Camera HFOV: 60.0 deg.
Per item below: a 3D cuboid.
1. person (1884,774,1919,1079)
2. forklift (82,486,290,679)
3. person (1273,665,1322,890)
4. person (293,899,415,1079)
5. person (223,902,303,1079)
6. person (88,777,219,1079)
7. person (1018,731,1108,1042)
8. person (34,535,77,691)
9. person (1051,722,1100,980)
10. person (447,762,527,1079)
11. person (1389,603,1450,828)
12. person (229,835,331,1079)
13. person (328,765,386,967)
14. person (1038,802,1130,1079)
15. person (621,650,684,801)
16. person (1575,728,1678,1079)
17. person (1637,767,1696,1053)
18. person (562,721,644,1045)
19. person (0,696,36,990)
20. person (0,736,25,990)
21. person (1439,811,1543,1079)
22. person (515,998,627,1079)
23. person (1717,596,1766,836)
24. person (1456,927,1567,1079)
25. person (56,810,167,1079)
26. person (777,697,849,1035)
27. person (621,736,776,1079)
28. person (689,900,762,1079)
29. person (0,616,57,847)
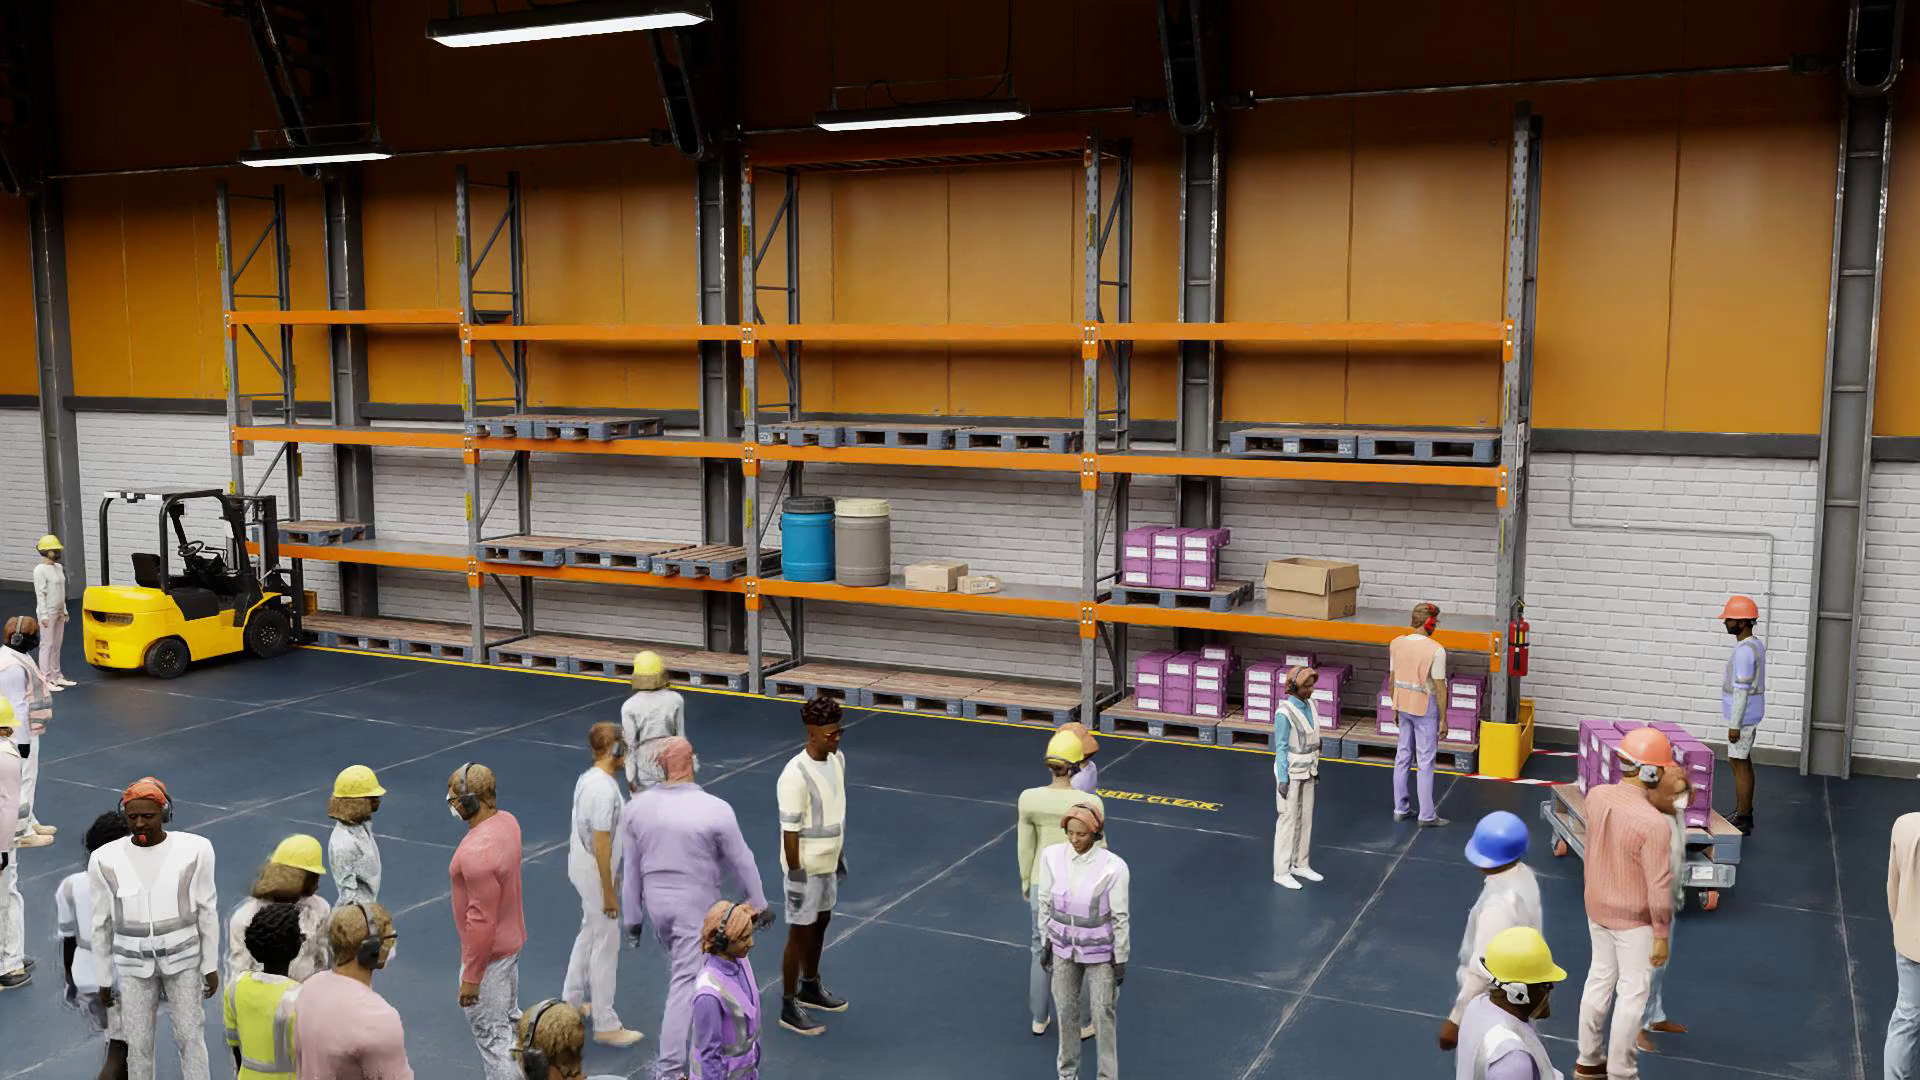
[{"bbox_3d":[4.804,2.007,8.158,0.379,1.996,0.609,-1,7,-6],"label":"person"},{"bbox_3d":[-9.426,0.454,20.179,1.214,2.155,2.313,3,8,26],"label":"forklift"},{"bbox_3d":[2.444,1.710,12.104,0.312,1.631,0.529,6,9,40],"label":"person"},{"bbox_3d":[-2.134,2.276,6.268,0.768,1.910,0.648,-6,9,-40],"label":"person"},{"bbox_3d":[-2.771,2.316,6.821,0.535,1.700,0.318,4,8,28],"label":"person"},{"bbox_3d":[-3.914,2.074,8.115,0.568,1.878,0.351,-2,7,-18],"label":"person"},{"bbox_3d":[0.593,1.960,9.481,0.530,1.763,0.328,3,7,20],"label":"person"},{"bbox_3d":[-10.288,0.823,18.868,0.305,1.772,0.525,0,7,-4],"label":"person"},{"bbox_3d":[0.721,1.928,10.290,0.279,1.633,0.498,2,7,14],"label":"person"},{"bbox_3d":[-2.325,2.037,8.169,0.371,1.934,0.627,0,7,-3],"label":"person"},{"bbox_3d":[3.740,1.428,13.593,0.390,1.838,0.562,-5,8,-33],"label":"person"},{"bbox_3d":[-3.210,2.201,7.825,0.509,1.680,0.894,-6,9,-39],"label":"person"},{"bbox_3d":[-3.187,2.050,8.841,0.317,1.742,0.492,-2,7,-13],"label":"person"},{"bbox_3d":[0.641,2.139,8.593,0.506,1.630,0.324,4,8,31],"label":"person"},{"bbox_3d":[-2.212,1.664,12.128,0.486,1.718,0.710,-3,8,-24],"label":"person"},{"bbox_3d":[3.501,1.952,8.700,0.410,1.980,0.626,-2,7,-16],"label":"person"},{"bbox_3d":[3.968,2.050,9.386,0.303,1.615,0.565,5,9,38],"label":"person"},{"bbox_3d":[-2.080,1.951,9.460,0.423,1.811,0.625,-2,7,-19],"label":"person"},{"bbox_3d":[-5.922,1.849,10.197,0.403,1.819,0.602,-4,8,-28],"label":"person"},{"bbox_3d":[-5.993,1.836,10.208,0.626,1.844,0.429,6,9,39],"label":"person"},{"bbox_3d":[2.432,2.131,7.646,0.627,1.884,0.649,4,8,29],"label":"person"},{"bbox_3d":[-1.240,2.393,5.256,0.377,1.931,0.636,3,8,27],"label":"person"},{"bbox_3d":[6.268,1.408,13.403,0.383,1.931,0.544,4,8,31],"label":"person"},{"bbox_3d":[2.045,2.327,6.180,0.403,1.834,0.588,0,7,4],"label":"person"},{"bbox_3d":[-4.184,2.166,8.243,0.535,1.658,0.808,1,7,9],"label":"person"},{"bbox_3d":[-0.831,1.854,9.625,0.401,1.954,0.618,3,7,22],"label":"person"},{"bbox_3d":[-1.422,1.983,8.959,0.726,1.846,0.992,3,8,23],"label":"person"},{"bbox_3d":[-0.992,2.320,7.070,0.324,1.631,0.523,1,7,7],"label":"person"},{"bbox_3d":[-7.354,1.499,13.058,0.429,1.830,0.639,-4,8,-29],"label":"person"}]
